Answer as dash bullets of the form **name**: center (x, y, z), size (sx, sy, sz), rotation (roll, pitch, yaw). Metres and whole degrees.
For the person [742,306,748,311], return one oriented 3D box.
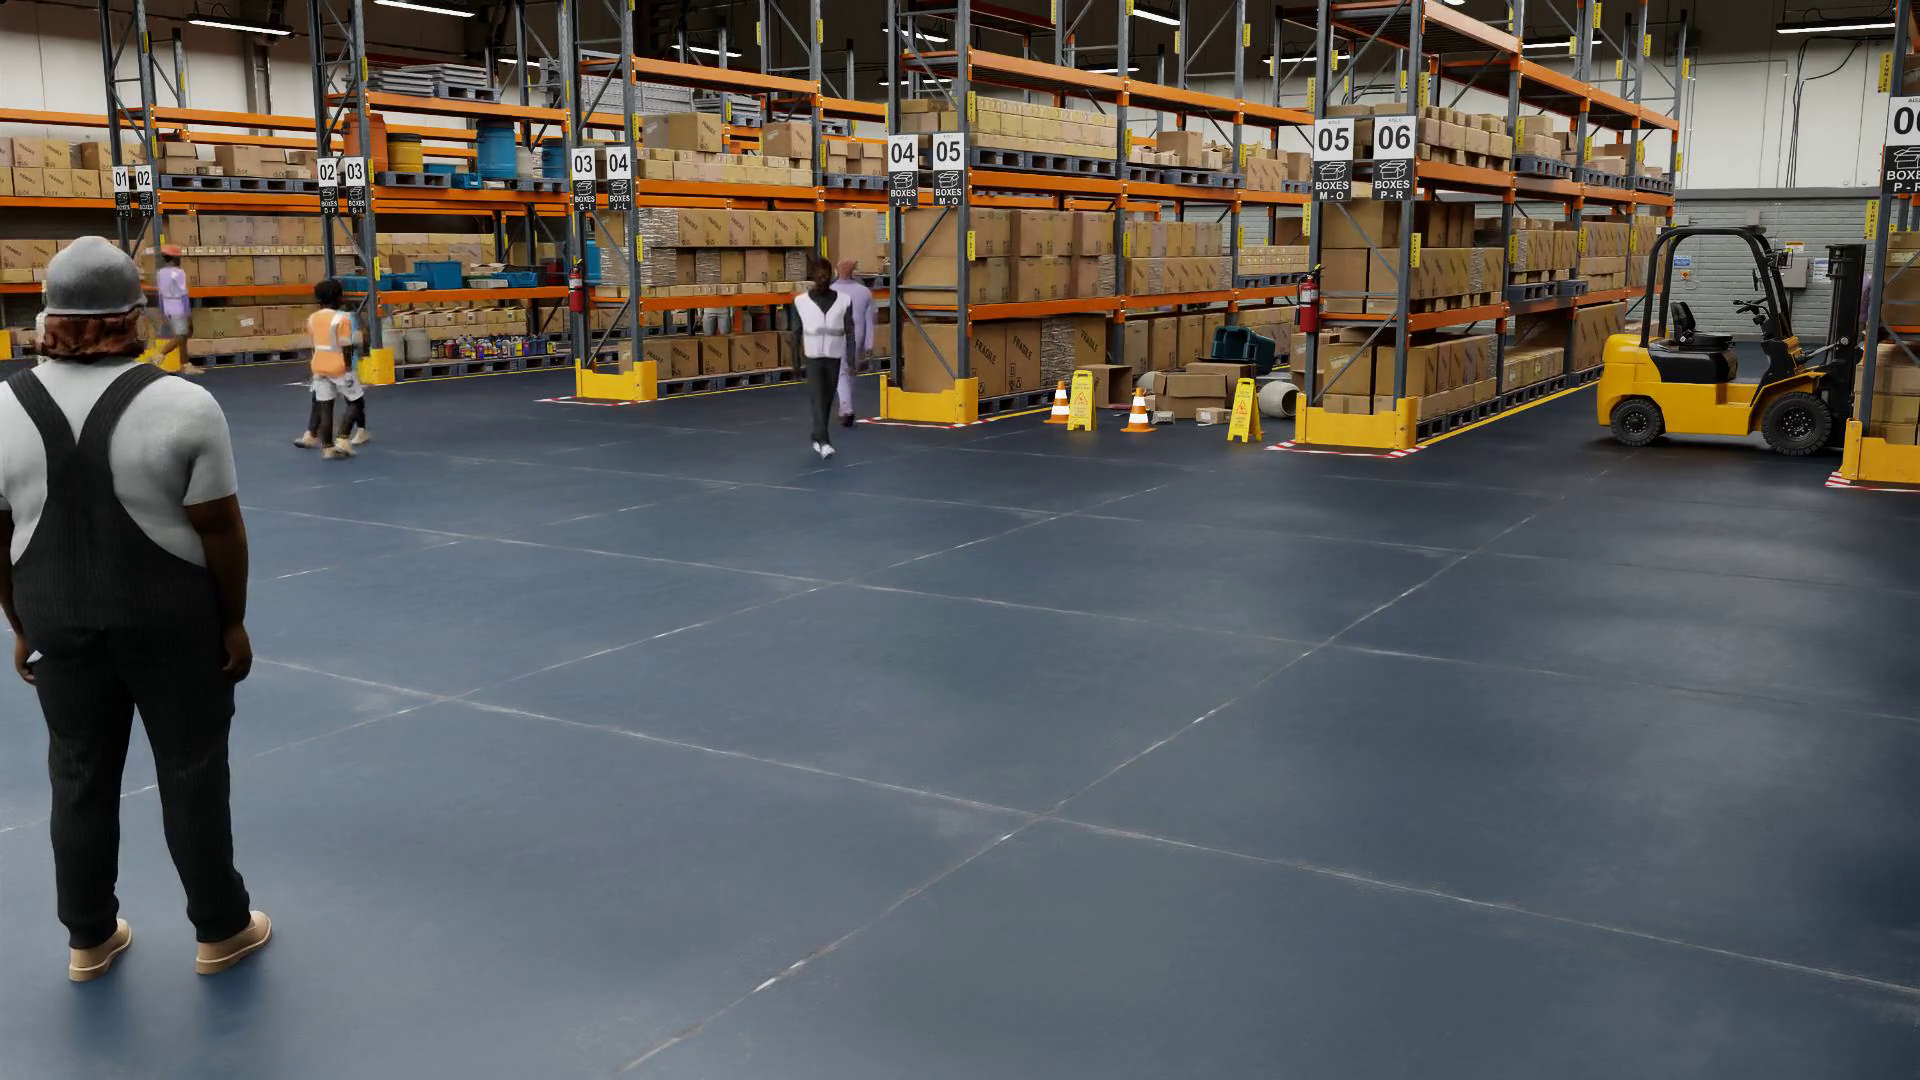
- **person**: center (-4.796, -5.639, 37.573), size (0.623, 1.922, 0.917), rotation (6, 12, 29)

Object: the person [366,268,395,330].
- **person**: center (-9.539, -3.637, 27.235), size (0.517, 1.615, 0.459), rotation (4, 11, 23)

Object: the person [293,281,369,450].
- **person**: center (-6.185, -1.713, 16.373), size (0.542, 1.646, 0.881), rotation (4, 11, 20)

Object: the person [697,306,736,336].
- **person**: center (-3.694, -3.443, 25.304), size (0.625, 1.931, 0.375), rotation (0, 10, 2)

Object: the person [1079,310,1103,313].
- **person**: center (2.082, -3.694, 26.529), size (0.632, 1.985, 1.034), rotation (7, 12, 35)

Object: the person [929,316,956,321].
- **person**: center (-0.168, -3.298, 24.855), size (0.540, 1.788, 0.981), rotation (9, 14, 43)

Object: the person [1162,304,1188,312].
- **person**: center (3.624, -3.897, 27.981), size (0.562, 1.879, 1.011), rotation (6, 12, 30)

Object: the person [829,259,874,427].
- **person**: center (-1.282, -2.200, 18.583), size (0.654, 1.867, 1.001), rotation (-3, 11, -18)

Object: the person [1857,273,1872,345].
- **person**: center (12.782, -3.175, 23.821), size (0.583, 1.919, 0.389), rotation (6, 12, 29)

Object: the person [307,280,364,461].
- **person**: center (-5.810, -1.575, 15.494), size (0.554, 1.680, 0.397), rotation (5, 11, 25)

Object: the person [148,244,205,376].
- **person**: center (-11.945, -3.473, 25.203), size (0.617, 2.023, 0.850), rotation (7, 13, 36)

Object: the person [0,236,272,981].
- **person**: center (-2.283, 0.197, 4.589), size (0.683, 2.000, 0.538), rotation (-1, 10, -6)

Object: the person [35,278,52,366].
- **person**: center (-8.271, -1.582, 15.428), size (0.500, 1.728, 0.474), rotation (0, 10, 2)

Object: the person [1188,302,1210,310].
- **person**: center (4.636, -4.792, 32.692), size (0.617, 1.987, 0.408), rotation (1, 10, 8)

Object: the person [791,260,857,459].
- **person**: center (-1.297, -1.721, 15.848), size (0.584, 1.863, 1.021), rotation (-3, 11, -18)
